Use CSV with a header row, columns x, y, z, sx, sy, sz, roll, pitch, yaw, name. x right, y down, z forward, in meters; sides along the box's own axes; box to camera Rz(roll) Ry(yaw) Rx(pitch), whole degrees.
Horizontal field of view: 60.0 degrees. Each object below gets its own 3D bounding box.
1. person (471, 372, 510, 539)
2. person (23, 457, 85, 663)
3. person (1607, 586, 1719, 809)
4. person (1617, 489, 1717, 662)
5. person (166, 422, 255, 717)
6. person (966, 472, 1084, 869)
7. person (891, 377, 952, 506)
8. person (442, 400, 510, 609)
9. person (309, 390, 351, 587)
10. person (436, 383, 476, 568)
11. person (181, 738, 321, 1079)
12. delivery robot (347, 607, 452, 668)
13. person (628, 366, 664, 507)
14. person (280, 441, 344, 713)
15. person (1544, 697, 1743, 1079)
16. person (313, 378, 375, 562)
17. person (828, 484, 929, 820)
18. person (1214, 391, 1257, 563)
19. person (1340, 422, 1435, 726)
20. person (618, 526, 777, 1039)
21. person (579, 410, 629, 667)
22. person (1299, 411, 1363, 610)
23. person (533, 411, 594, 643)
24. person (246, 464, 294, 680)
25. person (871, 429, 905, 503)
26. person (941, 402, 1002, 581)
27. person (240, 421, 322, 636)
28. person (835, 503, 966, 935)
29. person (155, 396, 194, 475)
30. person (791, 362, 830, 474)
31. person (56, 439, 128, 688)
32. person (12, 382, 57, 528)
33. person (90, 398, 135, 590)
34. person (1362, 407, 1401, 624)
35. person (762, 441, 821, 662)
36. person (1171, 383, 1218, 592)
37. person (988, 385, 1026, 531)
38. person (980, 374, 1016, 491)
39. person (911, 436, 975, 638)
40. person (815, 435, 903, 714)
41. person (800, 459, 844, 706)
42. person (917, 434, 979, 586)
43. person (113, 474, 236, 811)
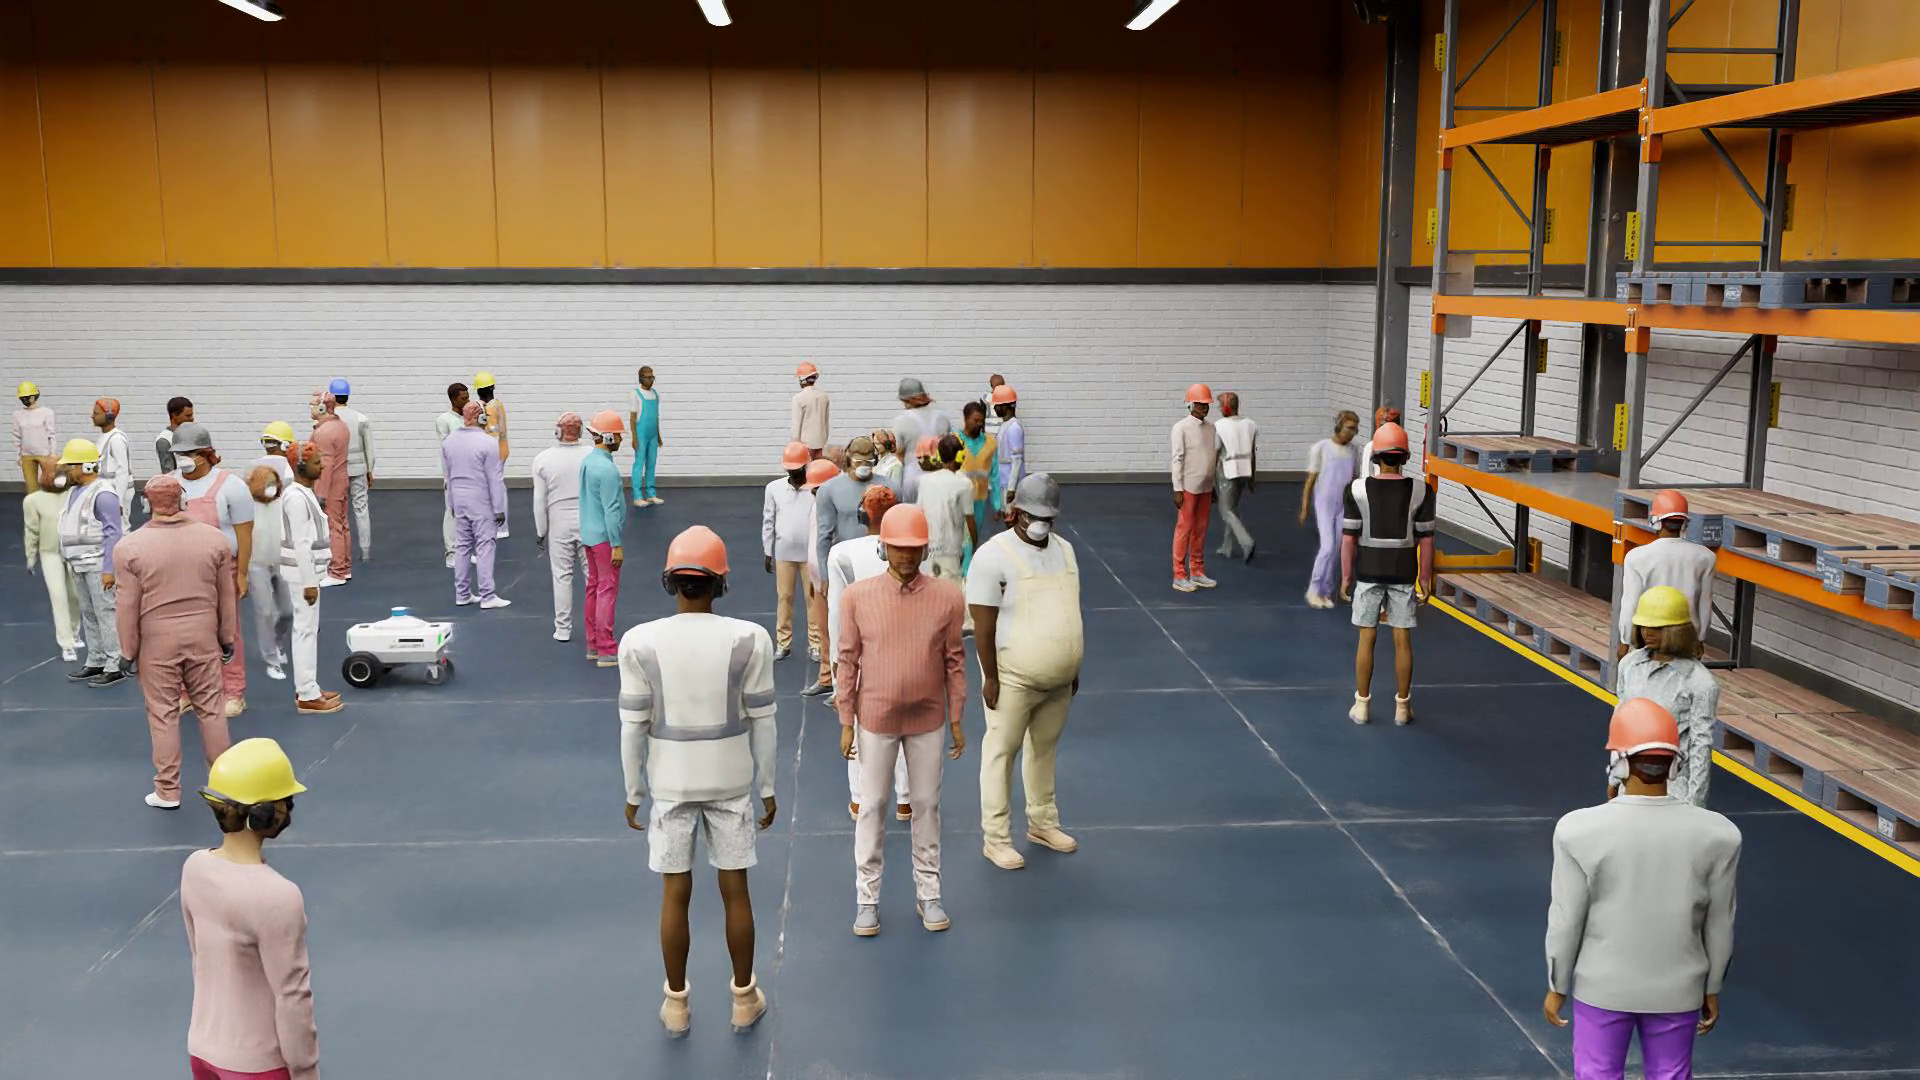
x,y,z,sx,sy,sz,roll,pitch,yaw,name
-5.378,-0.964,19.096,0.392,1.917,0.589,-2,9,-10,person
-7.129,0.131,13.243,0.517,1.597,0.773,-8,12,-41,person
2.952,1.046,7.063,0.343,1.736,0.484,-5,10,-28,person
4.216,0.569,9.980,0.561,1.752,0.324,-1,9,-4,person
-5.194,0.209,11.344,0.673,2.000,0.536,0,9,3,person
0.392,0.650,8.575,0.674,2.000,0.537,-7,12,-39,person
-0.413,-0.649,16.734,0.695,2.000,0.539,-5,10,-28,person
-4.385,-0.323,15.147,0.647,1.900,0.394,5,10,28,person
-6.170,-0.504,16.227,0.409,1.913,0.639,-1,9,-6,person
-5.207,-0.673,17.265,0.390,1.920,0.587,2,9,11,person
-1.953,1.419,4.649,0.522,1.759,0.350,6,11,35,person
-4.157,0.742,12.357,0.707,0.478,0.477,-1,9,-3,delivery robot
-4.116,-1.360,21.810,0.326,1.843,0.516,6,11,34,person
-4.526,0.256,11.546,0.354,1.883,0.572,-4,10,-21,person
2.076,1.345,5.123,0.560,1.748,0.330,1,9,3,person
-6.456,-0.718,17.460,0.605,1.948,0.390,-6,11,-34,person
-0.439,0.626,9.220,0.575,1.884,0.355,0,9,3,person
2.906,-0.664,17.567,0.585,1.811,0.760,-5,10,-29,person
2.864,0.232,11.181,0.612,2.048,0.363,2,9,11,person
-1.035,0.958,6.633,0.611,2.042,0.395,-1,9,-6,person
-2.747,-0.015,12.932,0.407,1.987,0.614,-5,10,-29,person
3.372,-0.255,14.977,0.579,1.813,0.461,-3,9,-17,person
-3.185,-0.106,13.743,0.638,1.909,0.403,-2,9,-14,person
-5.211,0.231,12.521,0.425,1.621,0.512,8,12,43,person
-0.658,-0.203,15.230,0.318,1.630,0.512,-5,10,-28,person
0.103,-0.357,15.484,0.596,1.857,1.026,-4,10,-24,person
-5.618,-0.073,13.804,0.600,1.820,0.404,1,9,5,person
-0.267,0.819,7.657,0.608,1.996,0.375,-2,9,-10,person
-7.186,-0.366,15.344,0.392,1.918,0.589,-1,9,-5,person
-1.822,-1.153,20.089,0.403,1.987,0.608,7,11,36,person
-6.410,0.166,12.264,0.602,1.830,0.404,7,12,38,person
-11.071,-1.015,19.920,0.523,1.762,0.337,0,9,-1,person
-7.942,-0.390,15.596,0.355,1.884,0.575,-7,12,-39,person
3.660,-0.216,14.502,0.355,1.886,0.572,0,9,1,person
-1.266,0.093,12.998,0.572,1.741,0.338,1,9,4,person
2.271,-0.511,16.005,0.622,1.993,0.382,-9,13,-44,person
0.467,-0.584,16.672,0.375,1.930,0.542,-1,9,-7,person
0.527,-1.506,23.354,0.515,1.645,0.308,0,9,0,person
-0.239,0.004,13.671,0.891,1.706,0.571,-2,9,-15,person
-0.686,0.234,11.526,0.634,1.934,0.367,-3,10,-20,person
-0.931,0.293,11.750,0.349,1.741,0.564,-6,11,-31,person
-0.095,0.121,12.547,0.509,1.841,0.573,8,12,41,person
-4.468,0.575,9.477,0.651,1.904,0.403,-9,12,-43,person
